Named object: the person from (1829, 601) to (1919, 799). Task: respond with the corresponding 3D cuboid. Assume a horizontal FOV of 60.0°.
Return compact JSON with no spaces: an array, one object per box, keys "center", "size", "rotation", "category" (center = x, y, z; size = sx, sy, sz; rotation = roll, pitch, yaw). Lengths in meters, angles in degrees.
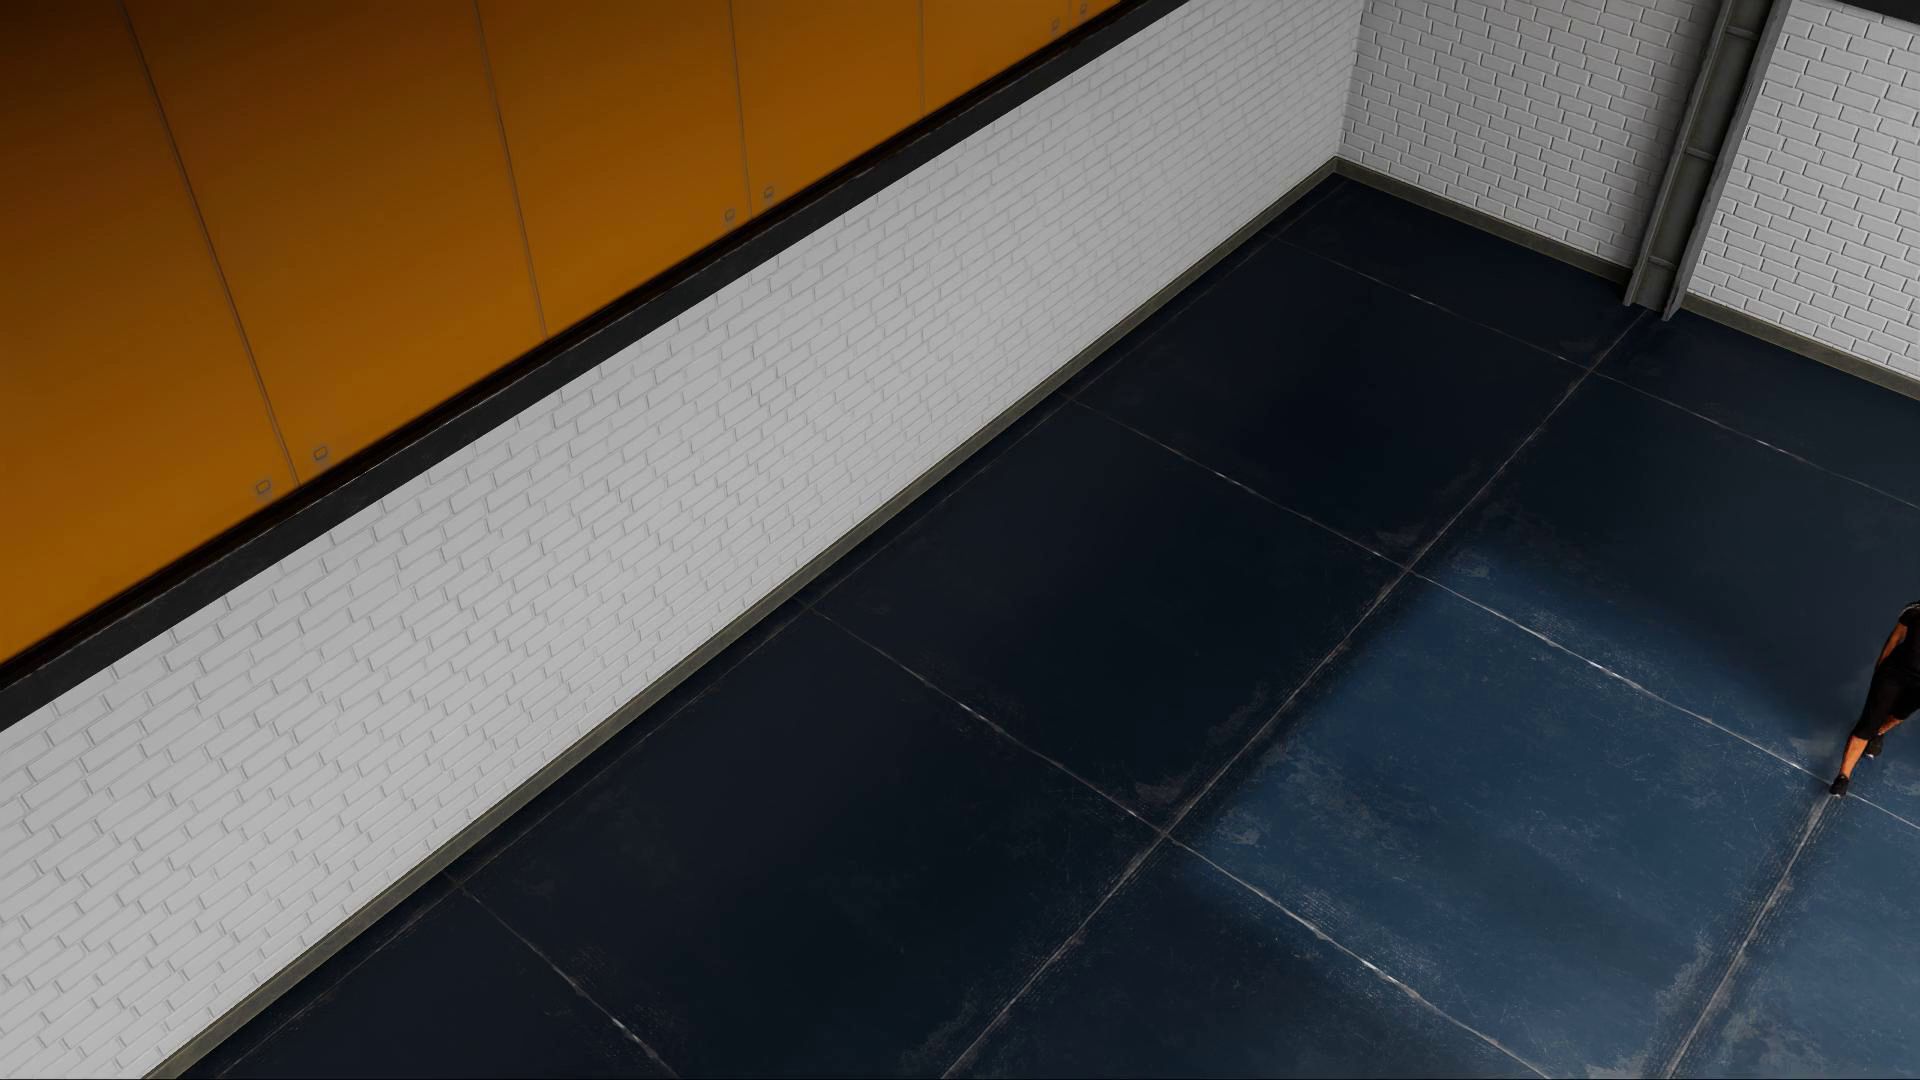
[{"center":[5.759,0.780,10.019],"size":[1.040,1.626,0.749],"rotation":[23,48,22],"category":"person"}]
